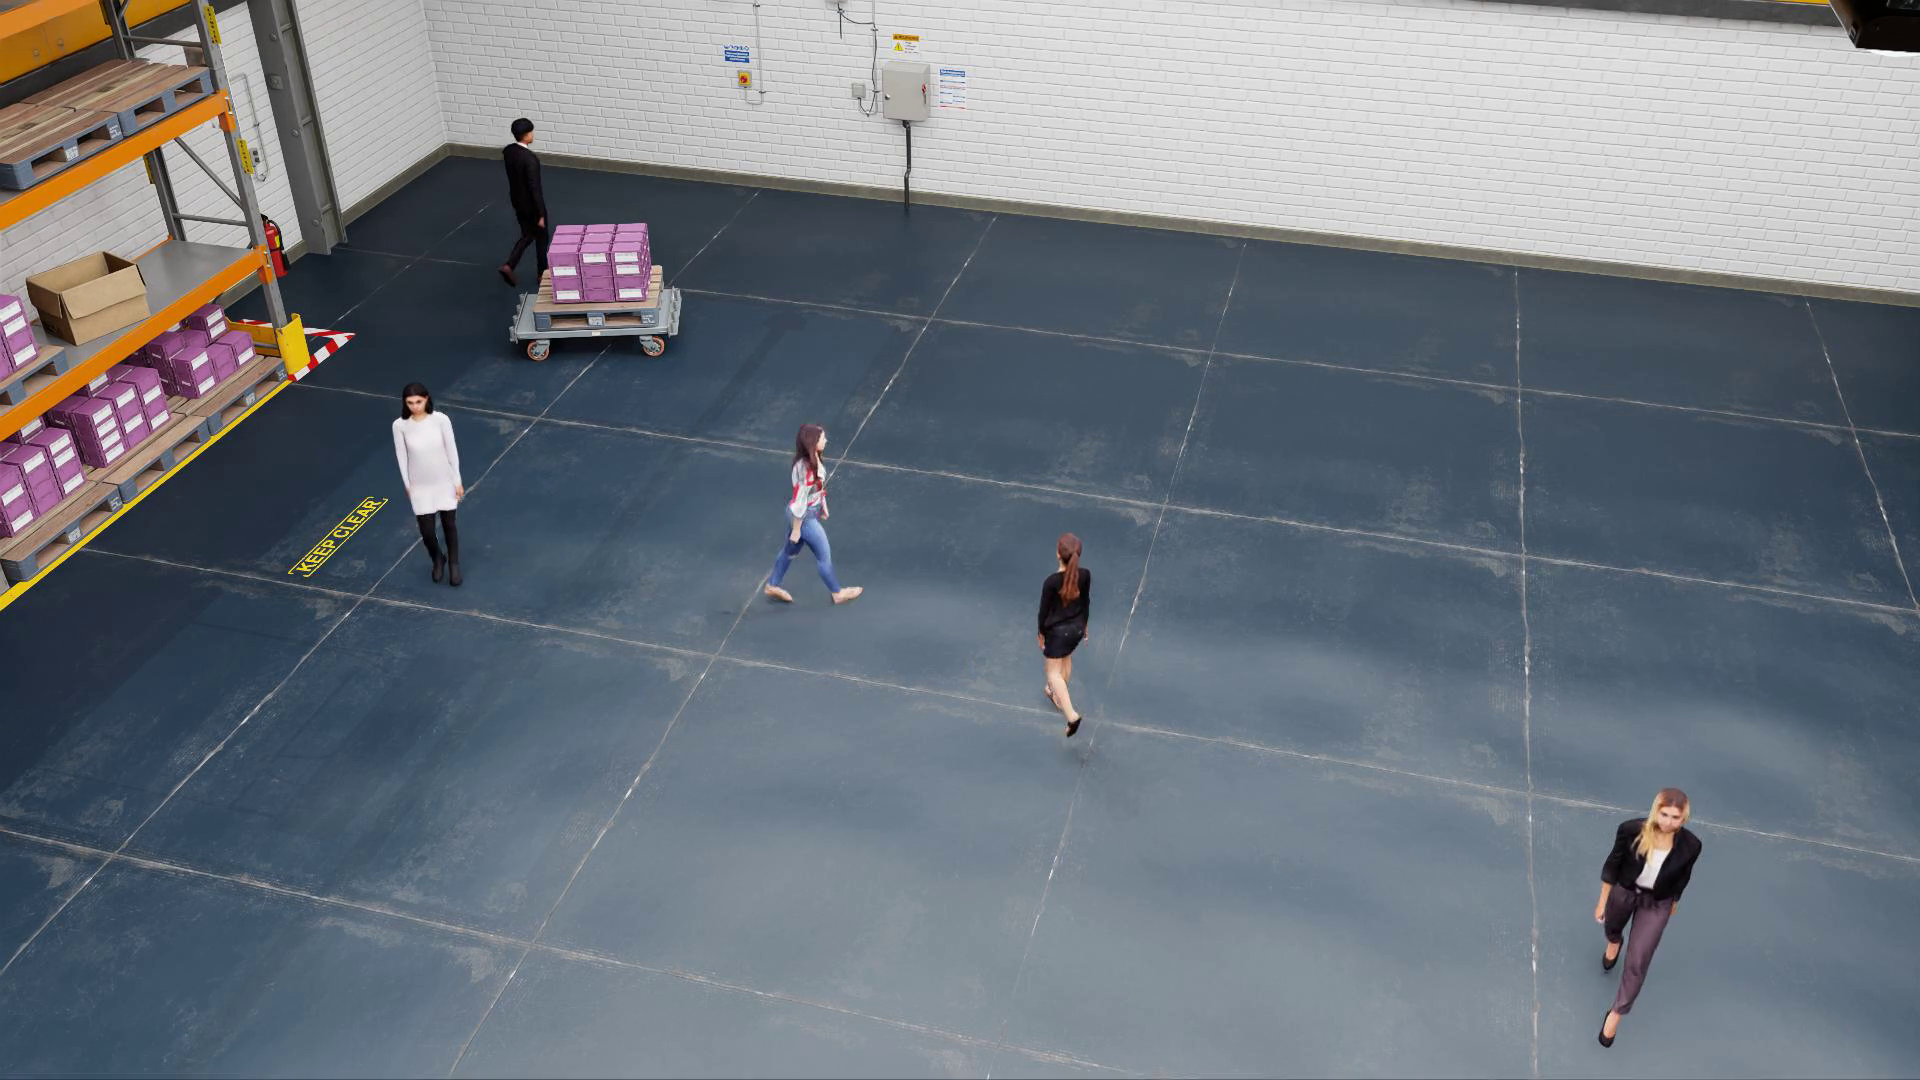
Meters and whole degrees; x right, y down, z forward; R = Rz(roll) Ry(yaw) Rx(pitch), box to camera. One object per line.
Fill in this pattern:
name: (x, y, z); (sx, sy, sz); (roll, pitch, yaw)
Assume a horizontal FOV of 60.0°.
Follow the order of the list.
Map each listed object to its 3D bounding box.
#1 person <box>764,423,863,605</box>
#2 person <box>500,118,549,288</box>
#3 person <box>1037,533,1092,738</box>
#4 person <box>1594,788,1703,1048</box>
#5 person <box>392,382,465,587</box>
person: (-1.286, -0.165, 12.787); (0.846, 1.573, 1.017); (3, 34, 5)
person: (-4.636, -3.516, 17.568); (0.954, 1.861, 1.093); (26, 41, 33)
person: (0.752, 0.663, 11.575); (0.857, 1.537, 0.990); (-12, 35, -17)
person: (3.854, 2.012, 9.471); (0.757, 1.619, 1.114); (16, 37, 22)
person: (-4.114, -0.482, 13.062); (0.707, 1.798, 0.735); (-9, 35, -13)
